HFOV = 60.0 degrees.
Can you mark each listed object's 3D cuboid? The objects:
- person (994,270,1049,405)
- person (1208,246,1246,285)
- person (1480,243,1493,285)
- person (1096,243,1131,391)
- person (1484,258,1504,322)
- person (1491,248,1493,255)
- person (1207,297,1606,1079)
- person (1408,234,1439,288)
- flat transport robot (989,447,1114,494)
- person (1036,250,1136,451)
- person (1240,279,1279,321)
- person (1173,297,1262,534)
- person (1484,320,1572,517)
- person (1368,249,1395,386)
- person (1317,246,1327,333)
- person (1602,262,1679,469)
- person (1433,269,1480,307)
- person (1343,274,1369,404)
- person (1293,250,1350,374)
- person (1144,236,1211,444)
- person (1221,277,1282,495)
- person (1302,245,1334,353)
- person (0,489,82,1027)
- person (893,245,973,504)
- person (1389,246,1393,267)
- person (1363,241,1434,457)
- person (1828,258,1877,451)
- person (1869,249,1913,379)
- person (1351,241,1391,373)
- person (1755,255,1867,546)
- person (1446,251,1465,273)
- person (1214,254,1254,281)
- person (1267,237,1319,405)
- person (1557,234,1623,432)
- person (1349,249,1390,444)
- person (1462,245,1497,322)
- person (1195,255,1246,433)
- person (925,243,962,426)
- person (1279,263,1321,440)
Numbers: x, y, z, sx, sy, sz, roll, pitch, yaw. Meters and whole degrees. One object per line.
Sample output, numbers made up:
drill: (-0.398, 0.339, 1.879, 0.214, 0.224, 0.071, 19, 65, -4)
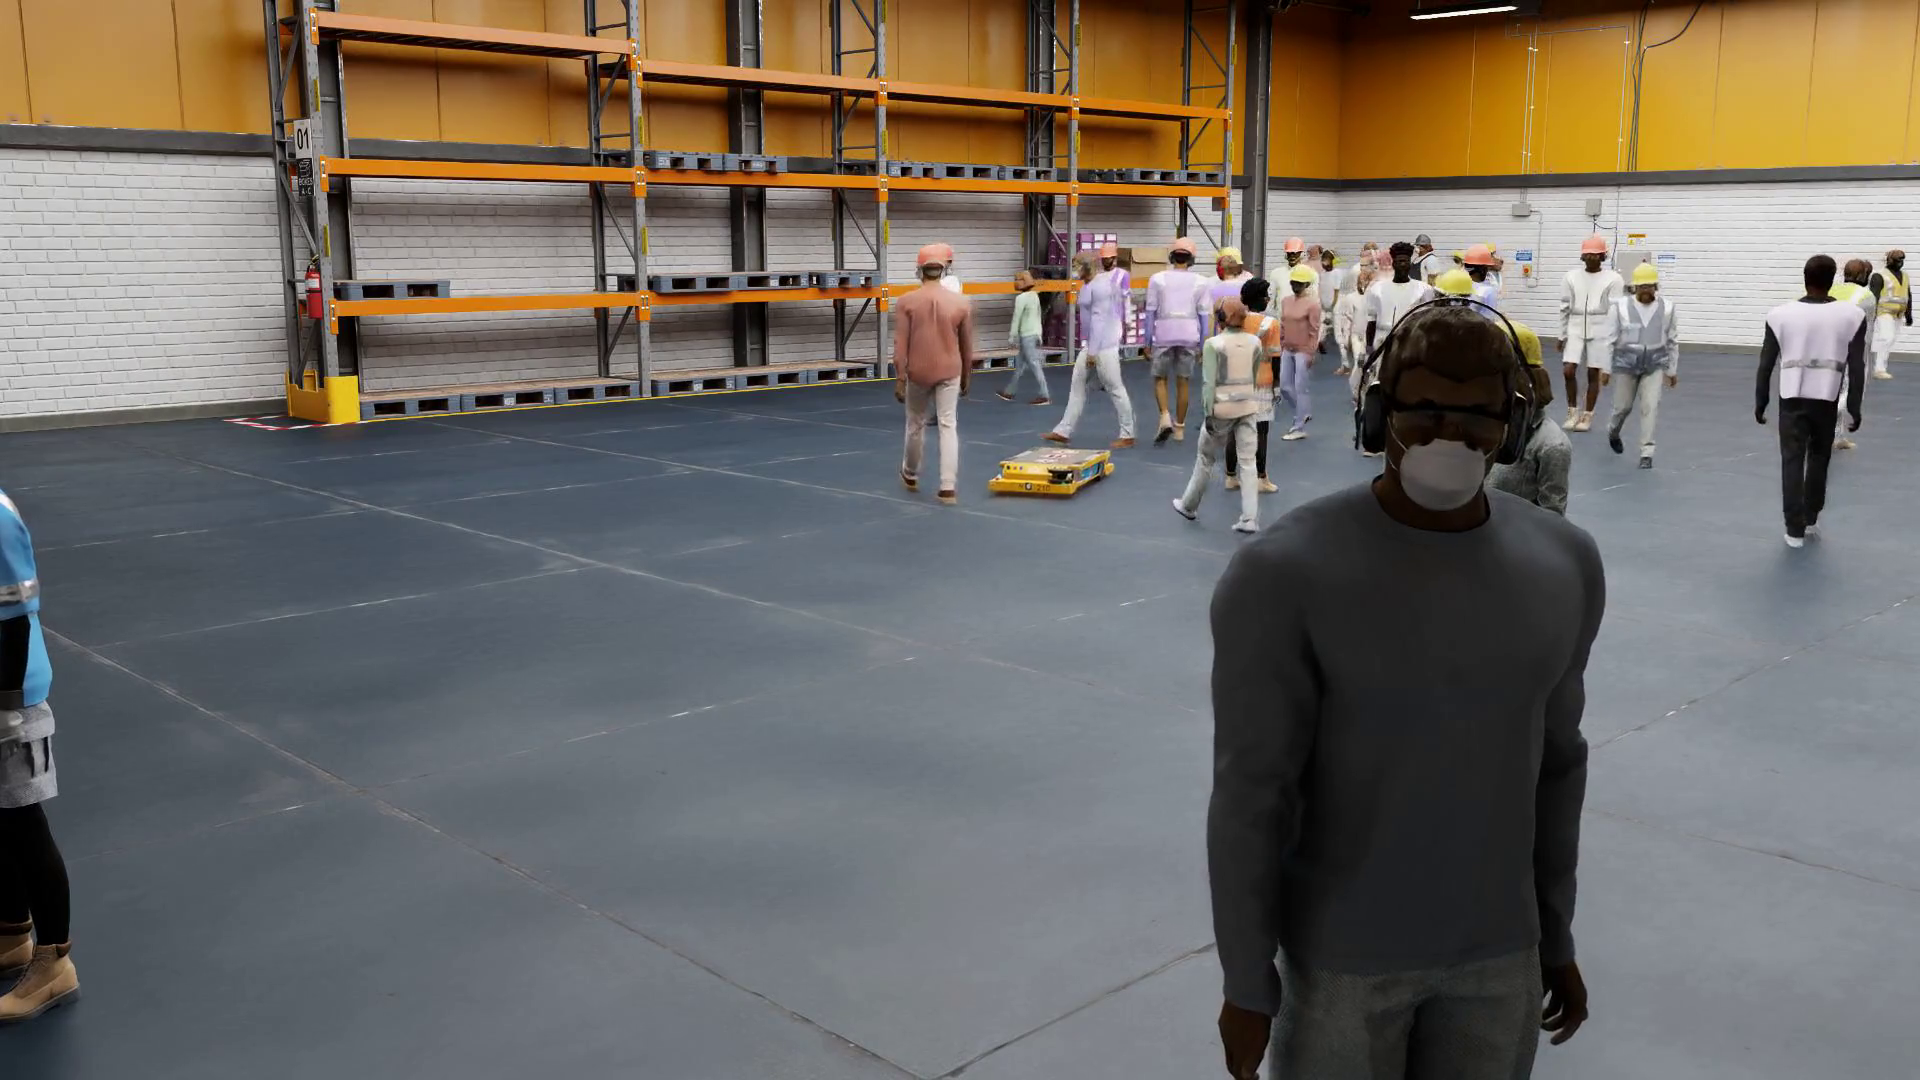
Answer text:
person: (0.724, -2.429, 19.967, 0.855, 1.588, 0.516, 5, 12, 27)
person: (2.917, -2.299, 18.461, 0.595, 1.906, 0.552, -6, 12, -30)
person: (9.473, -4.390, 29.908, 0.399, 1.892, 0.639, 9, 14, 40)
person: (1.916, -2.886, 21.599, 0.579, 1.921, 0.452, 4, 11, 21)
person: (9.415, -4.150, 29.334, 0.517, 1.620, 0.539, -7, 13, -34)
person: (9.602, -4.428, 30.134, 0.561, 1.898, 0.993, -9, 14, -41)
person: (0.659, 0.613, 2.485, 0.634, 1.936, 0.351, -3, 11, -18)
person: (8.104, -4.366, 29.352, 0.537, 2.000, 0.683, -2, 11, -10)
flat transport robot: (0.766, -0.580, 13.536, 0.652, 0.197, 1.431, 4, 11, 19)
person: (1.212, -1.778, 15.684, 1.010, 1.874, 0.633, -3, 11, -15)
person: (2.709, -1.608, 15.431, 0.516, 1.621, 0.363, 4, 11, 22)
person: (1.814, -0.869, 11.482, 0.516, 1.595, 0.846, -5, 11, -25)
person: (1.801, 0.138, 5.603, 0.294, 1.744, 0.487, -6, 12, -28)
person: (5.363, -2.739, 20.996, 0.654, 1.862, 1.007, 1, 10, 4)
person: (6.647, -4.602, 31.225, 0.552, 1.829, 0.582, -3, 11, -14)
person: (5.994, -1.554, 14.697, 0.626, 1.799, 0.740, 3, 11, 13)
person: (3.419, -0.979, 11.559, 0.927, 1.779, 0.609, -1, 10, -7)
person: (4.816, -2.361, 19.621, 0.527, 1.580, 0.801, -1, 10, -5)
person: (5.320, -3.285, 24.085, 0.942, 1.814, 0.493, -6, 12, -31)
person: (2.114, -1.943, 16.230, 0.639, 2.010, 0.580, 1, 10, 4)
person: (2.290, -1.210, 13.068, 0.540, 1.698, 0.317, 9, 14, 40)
person: (6.161, -4.164, 28.743, 0.691, 1.861, 0.871, 2, 11, 11)
person: (-2.535, 0.402, 4.288, 0.539, 1.695, 0.318, 9, 14, 40)
person: (-0.216, -1.289, 12.840, 0.650, 1.935, 1.028, -2, 11, -10)
person: (7.894, -4.441, 30.330, 0.523, 1.826, 0.830, -6, 12, -29)
person: (3.970, -1.717, 15.107, 0.613, 1.965, 0.361, 6, 12, 30)
person: (8.163, -1.703, 15.442, 0.642, 1.818, 0.625, -3, 11, -17)
person: (13.103, -3.151, 23.336, 0.629, 1.826, 0.566, -4, 11, -22)
person: (5.929, -3.346, 24.082, 0.627, 1.934, 0.370, -2, 11, -13)
person: (5.629, -0.936, 11.065, 0.625, 1.880, 0.909, 4, 11, 22)
person: (9.142, -4.434, 30.556, 0.799, 1.732, 0.528, -10, 14, -43)
person: (3.775, -3.081, 23.043, 0.639, 1.793, 0.985, 0, 10, 1)
person: (3.941, -2.584, 19.759, 0.609, 1.995, 0.378, 4, 11, 19)
person: (6.398, -2.092, 16.986, 0.644, 2.022, 0.641, 7, 12, 33)
person: (3.986, -1.857, 16.096, 0.515, 1.886, 0.666, 2, 11, 8)
person: (4.505, -1.622, 14.672, 0.373, 1.934, 0.552, -8, 13, -36)
person: (2.725, -1.996, 17.047, 0.595, 1.817, 0.755, -3, 11, -16)
person: (-0.192, -2.181, 17.711, 0.349, 1.942, 0.545, 5, 11, 24)
person: (3.321, -1.849, 16.409, 0.397, 1.746, 0.561, -6, 12, -32)
